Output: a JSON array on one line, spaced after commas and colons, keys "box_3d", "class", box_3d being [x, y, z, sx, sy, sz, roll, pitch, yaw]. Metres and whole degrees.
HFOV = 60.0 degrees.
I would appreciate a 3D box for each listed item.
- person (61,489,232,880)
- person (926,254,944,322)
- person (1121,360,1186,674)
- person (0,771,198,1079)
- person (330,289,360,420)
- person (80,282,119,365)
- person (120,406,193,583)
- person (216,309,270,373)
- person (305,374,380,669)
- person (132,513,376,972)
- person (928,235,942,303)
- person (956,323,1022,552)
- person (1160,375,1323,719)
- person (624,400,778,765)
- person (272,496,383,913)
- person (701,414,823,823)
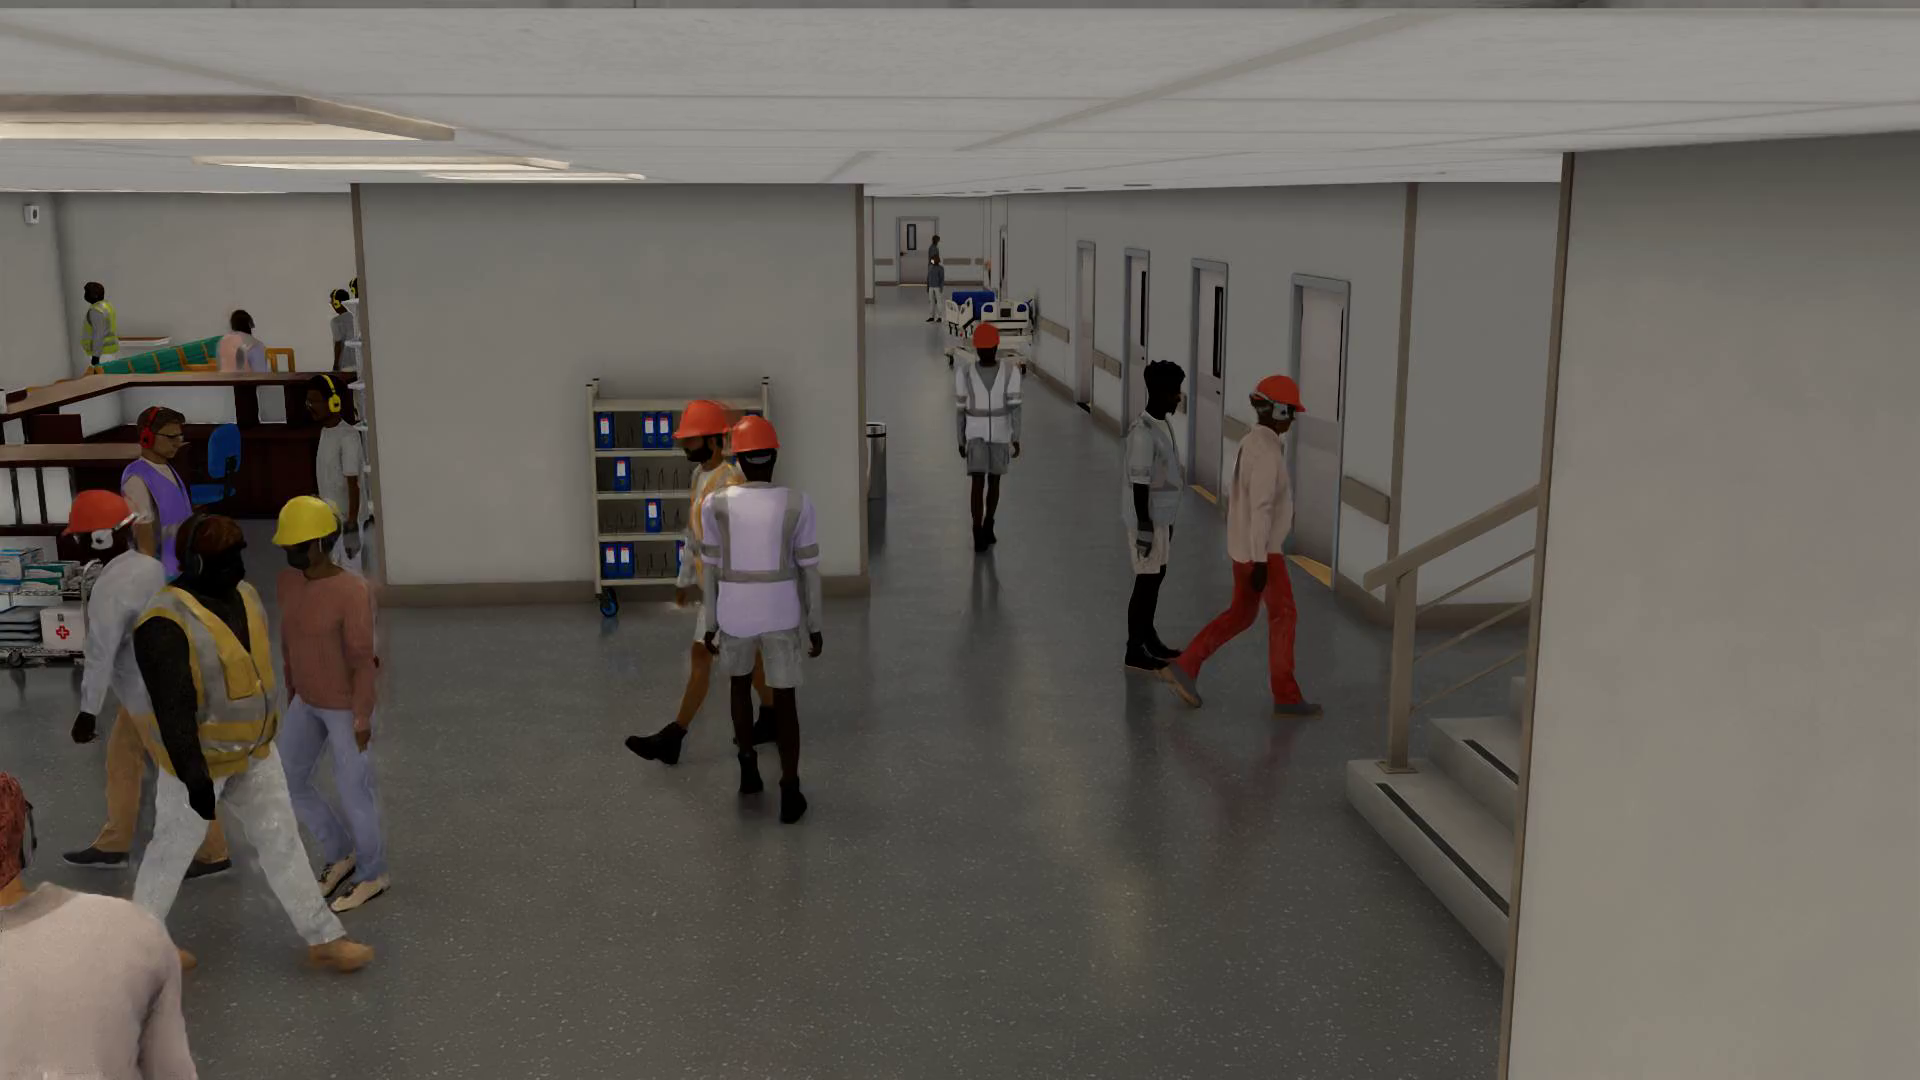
[{"box_3d": [-3.558, 0.635, 7.067, 0.814, 1.707, 0.571, -3, 12, -14], "class": "person"}, {"box_3d": [-0.598, -6.052, 39.938, 0.497, 1.633, 0.283, 9, 14, 36], "class": "person"}, {"box_3d": [1.197, -0.144, 10.291, 0.386, 1.952, 0.614, 4, 12, 18], "class": "person"}, {"box_3d": [-1.744, 1.366, 3.186, 0.794, 1.877, 0.665, 8, 14, 33], "class": "person"}, {"box_3d": [-7.325, -2.059, 19.863, 0.329, 1.865, 0.508, 4, 12, 18], "class": "person"}, {"box_3d": [-11.353, -2.478, 21.963, 0.429, 1.844, 0.622, -3, 12, -13], "class": "person"}, {"box_3d": [-4.252, 0.206, 8.857, 0.388, 1.837, 0.564, -3, 12, -13], "class": "person"}, {"box_3d": [-7.324, -1.438, 16.986, 0.698, 1.818, 0.587, 8, 14, 33], "class": "person"}, {"box_3d": [-3.823, -0.095, 10.273, 0.326, 1.862, 0.511, -9, 14, -36], "class": "person"}, {"box_3d": [-2.759, 0.780, 6.180, 0.982, 1.790, 0.647, 3, 12, 12], "class": "person"}, {"box_3d": [-0.724, -7.693, 47.243, 0.386, 1.927, 0.641, 0, 12, 0], "class": "person"}, {"box_3d": [0.246, -0.848, 13.876, 0.548, 1.890, 0.931, -1, 12, -4], "class": "person"}, {"box_3d": [1.604, 0.036, 9.442, 0.870, 1.950, 0.633, 0, 12, 0], "class": "person"}, {"box_3d": [-1.331, 0.215, 8.683, 0.975, 1.884, 0.575, -6, 13, -26], "class": "person"}, {"box_3d": [-2.575, 0.673, 6.780, 0.553, 1.748, 0.402, 6, 13, 28], "class": "person"}, {"box_3d": [-0.939, 0.362, 7.918, 0.567, 1.905, 0.636, -1, 12, -3], "class": "person"}]
